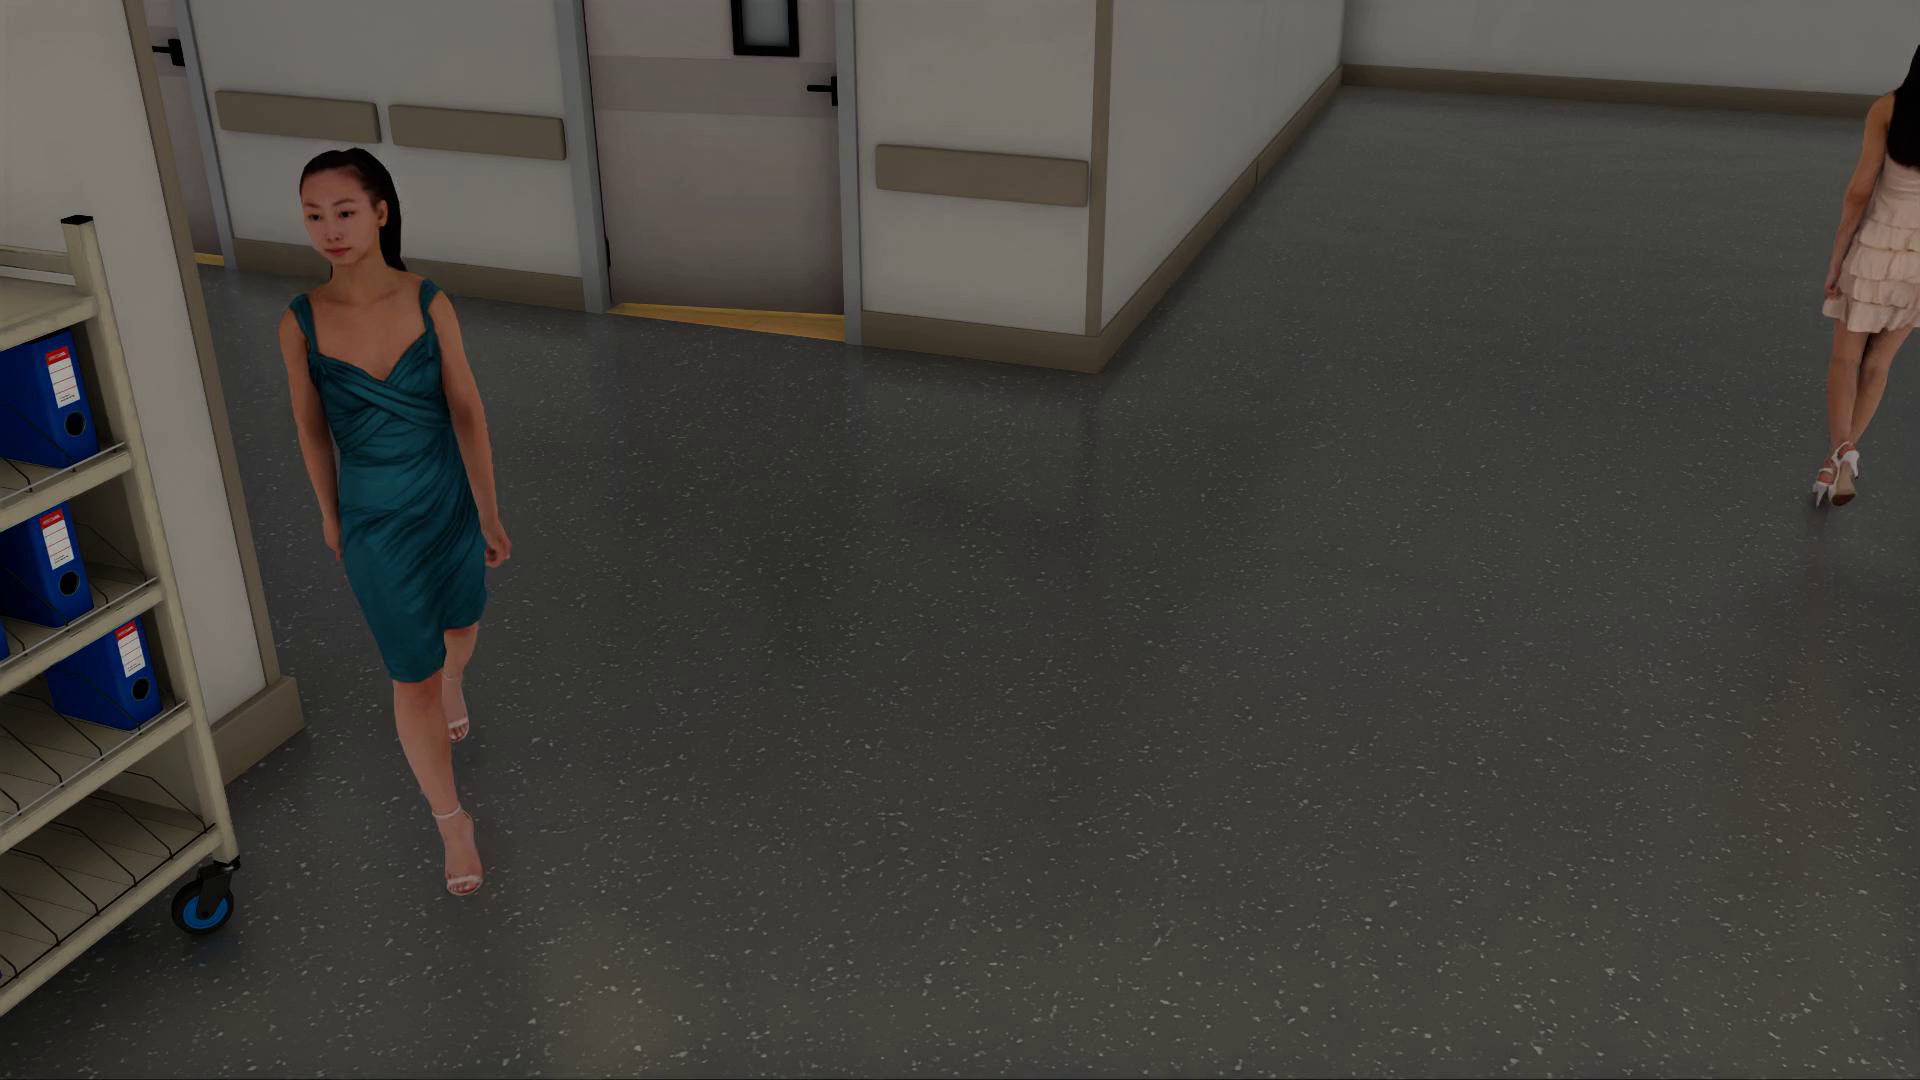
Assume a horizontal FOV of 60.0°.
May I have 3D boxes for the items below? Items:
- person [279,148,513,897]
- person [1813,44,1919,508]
[{"bbox_3d":[-1.265,-0.060,3.864,0.990,1.640,1.089,-10,28,-20],"label":"person"},{"bbox_3d":[3.024,-0.833,5.377,0.603,1.718,0.834,11,28,22],"label":"person"}]
